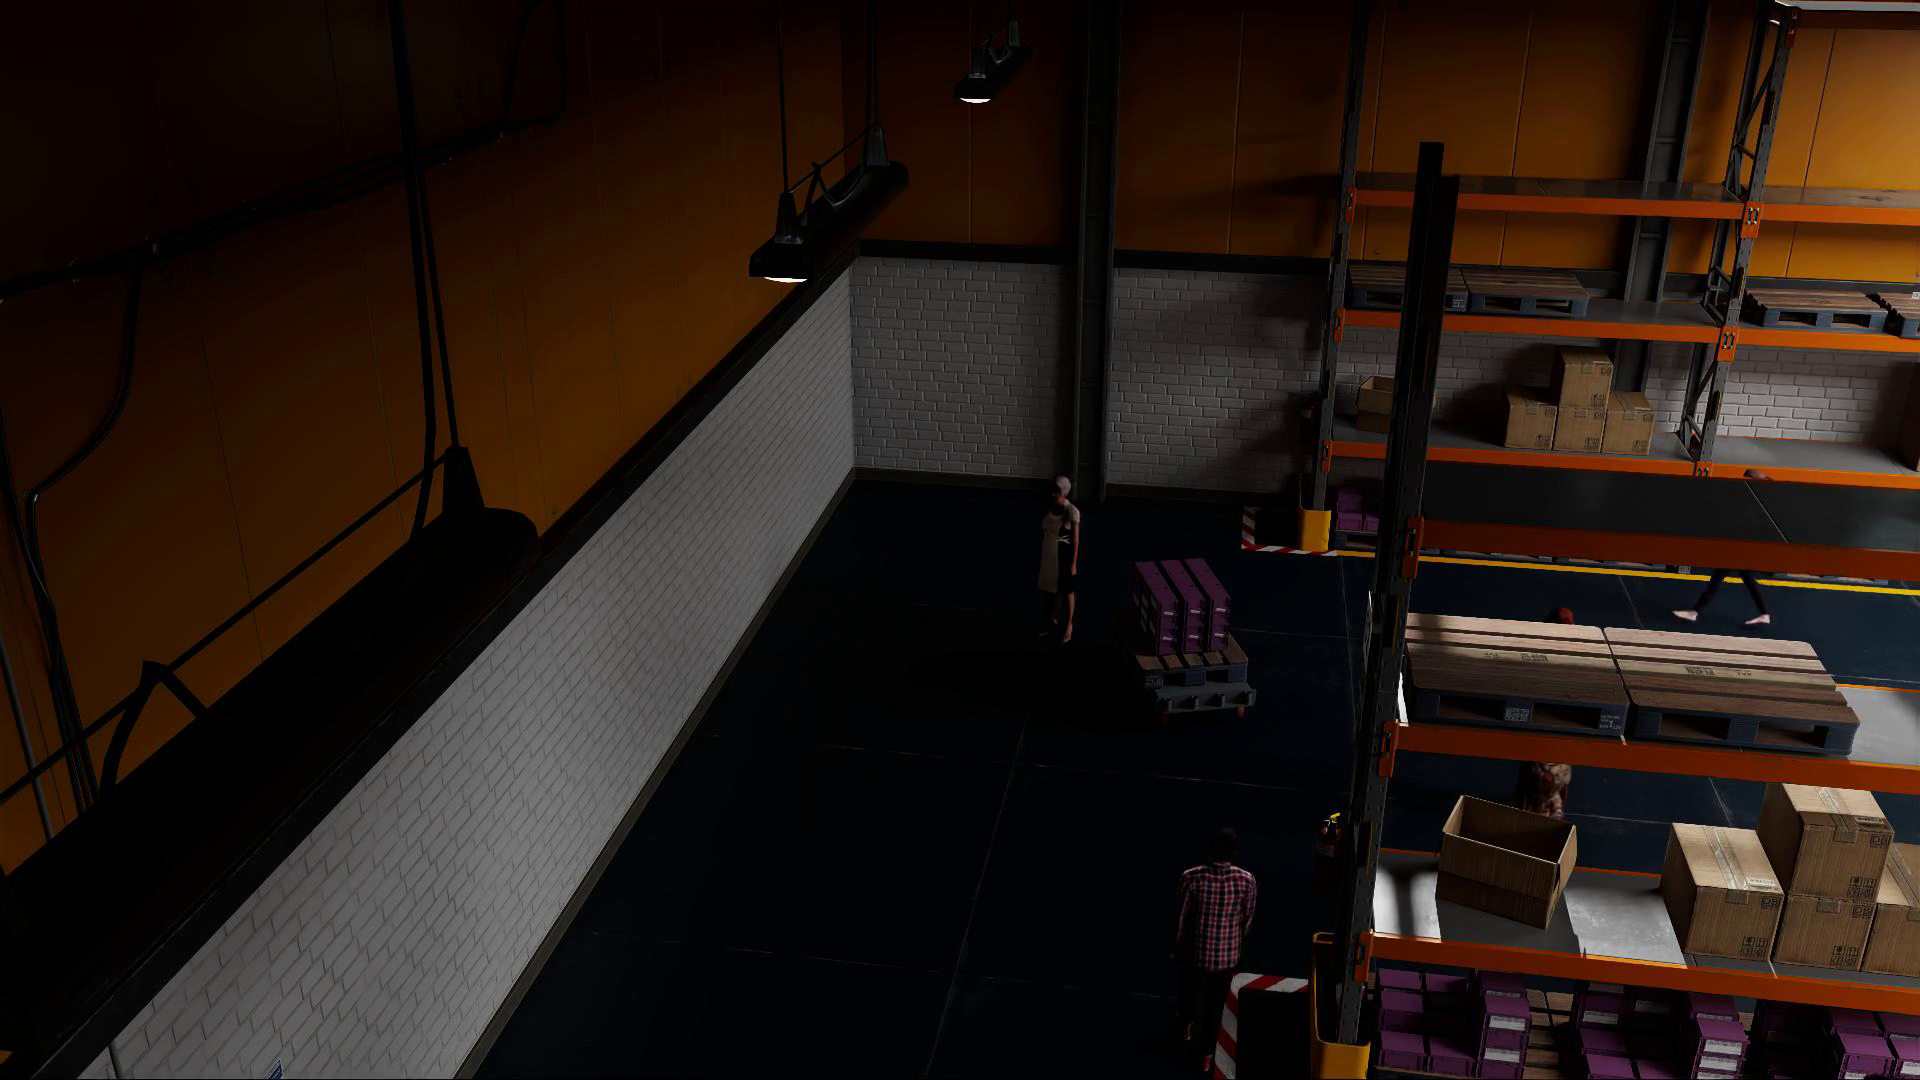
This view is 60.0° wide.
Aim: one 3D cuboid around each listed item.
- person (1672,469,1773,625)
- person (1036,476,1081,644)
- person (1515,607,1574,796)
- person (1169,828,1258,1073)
[{"bbox_3d":[7.971,0.131,16.791,1.177,1.693,0.646,6,24,14],"label":"person"},{"bbox_3d":[1.009,0.179,16.613,0.675,1.749,0.777,21,31,39],"label":"person"},{"bbox_3d":[4.845,1.388,13.746,0.763,1.829,0.709,-14,27,-30],"label":"person"},{"bbox_3d":[1.654,2.705,10.847,0.731,1.739,0.787,2,24,5],"label":"person"}]
